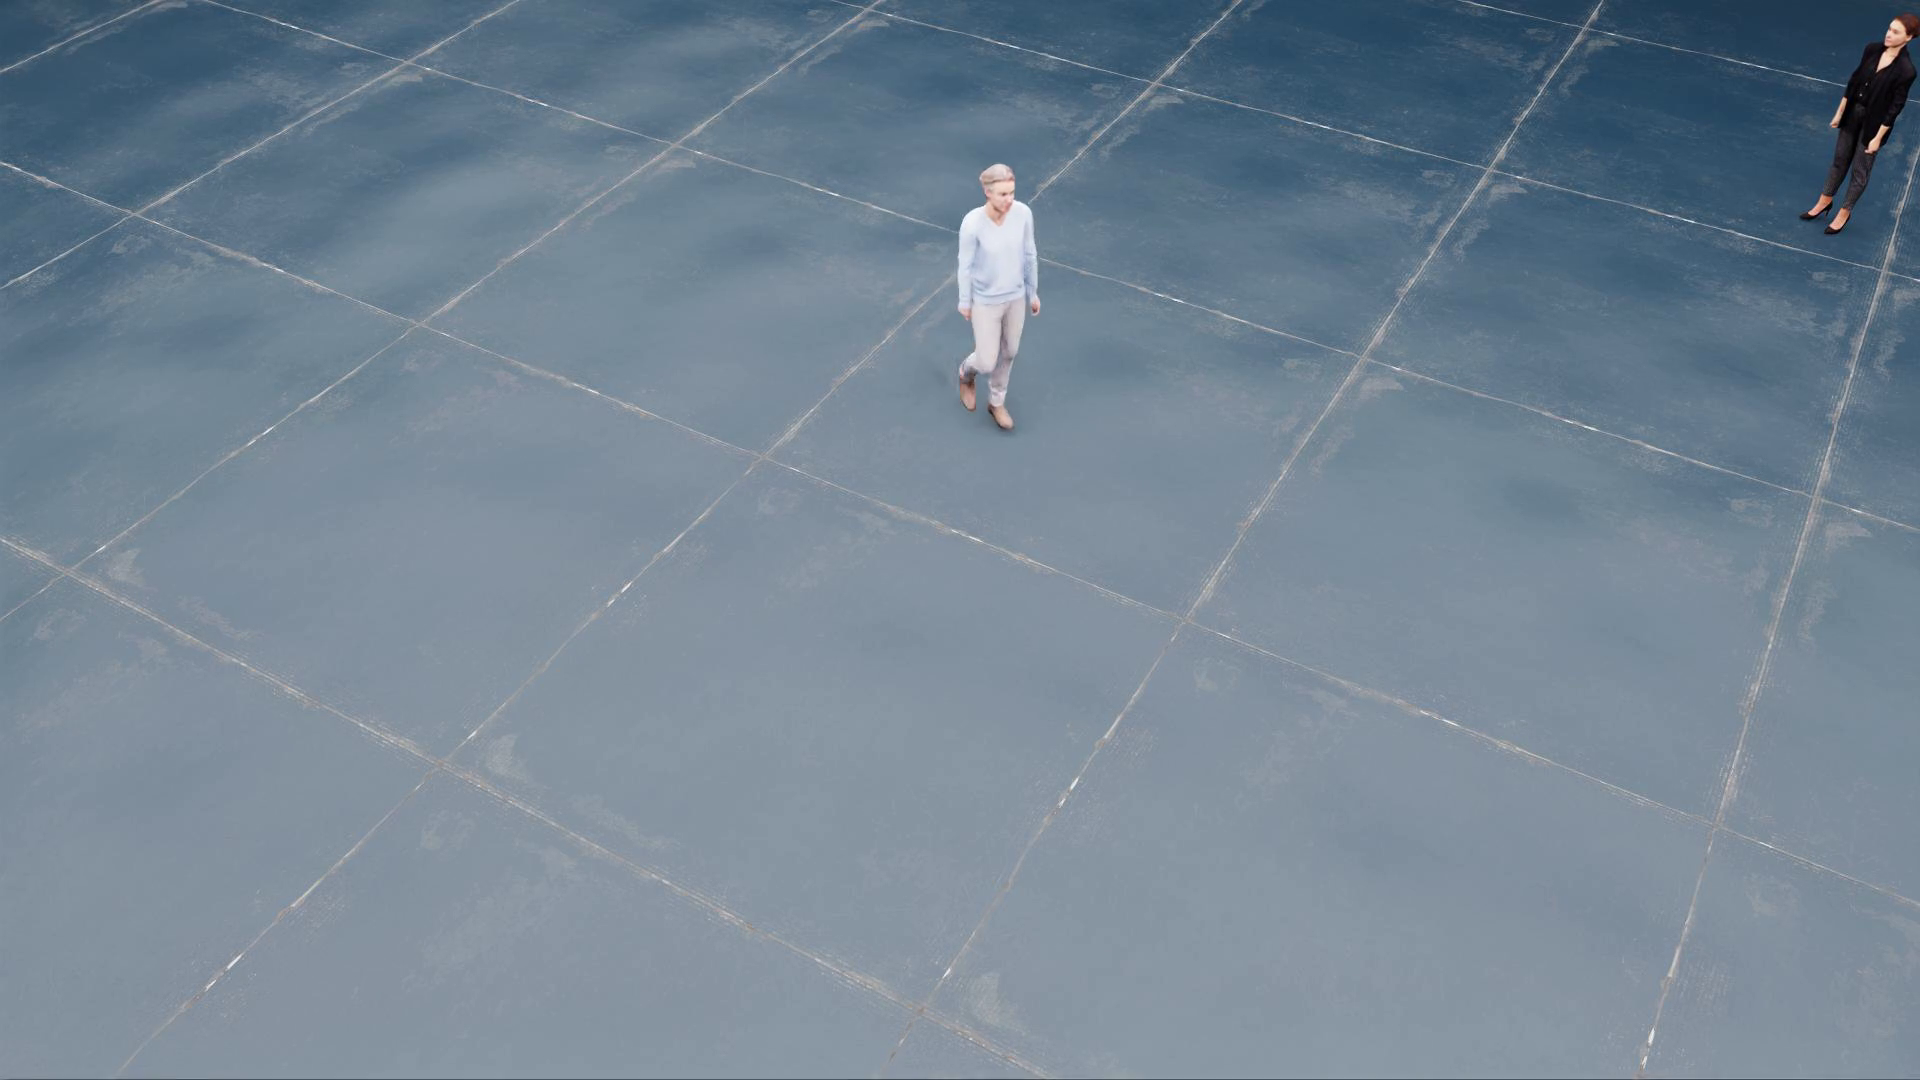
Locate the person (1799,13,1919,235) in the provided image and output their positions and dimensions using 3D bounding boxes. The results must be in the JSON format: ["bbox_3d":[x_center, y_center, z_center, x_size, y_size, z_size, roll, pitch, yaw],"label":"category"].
[{"bbox_3d":[6.739,-3.098,12.359,0.765,1.719,0.729,-15,44,-16],"label":"person"}]

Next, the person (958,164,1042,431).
[{"bbox_3d":[0.197,-1.564,10.550,0.849,1.879,0.902,-19,46,-20],"label":"person"}]
